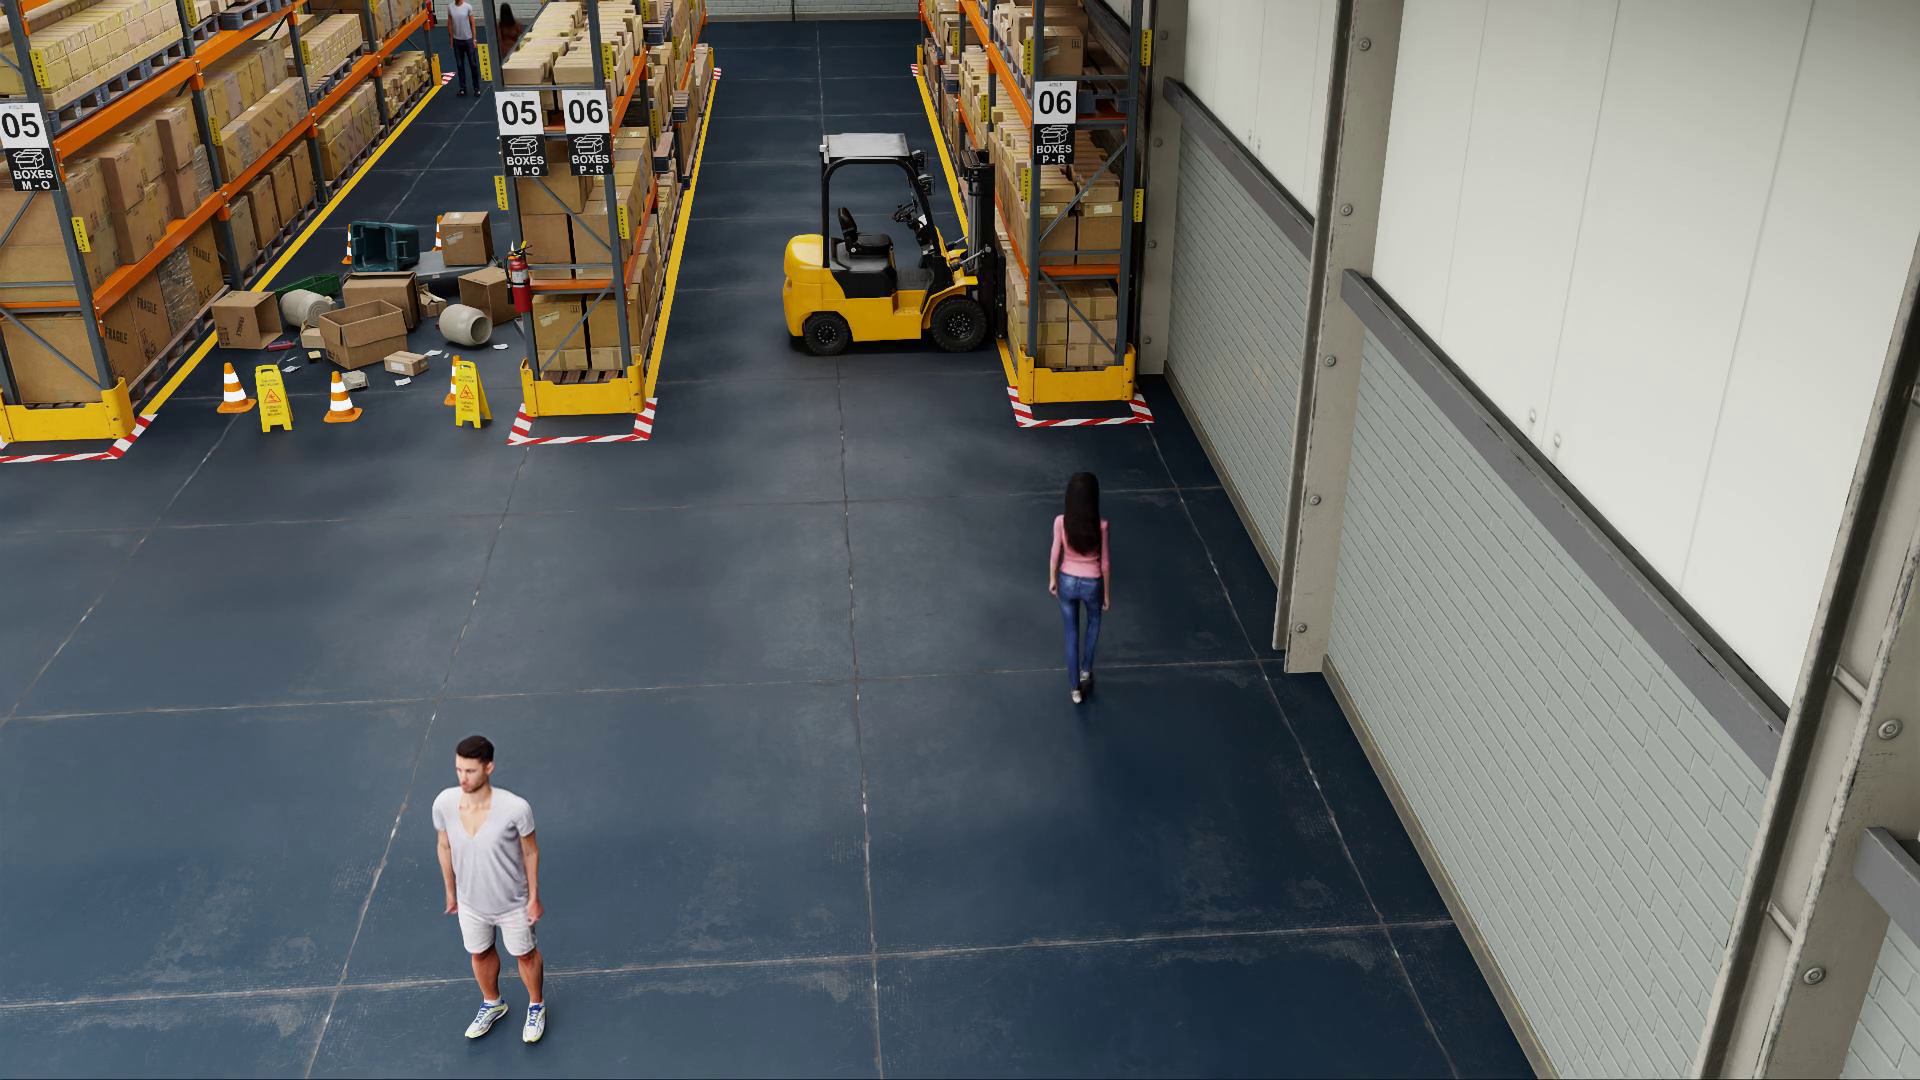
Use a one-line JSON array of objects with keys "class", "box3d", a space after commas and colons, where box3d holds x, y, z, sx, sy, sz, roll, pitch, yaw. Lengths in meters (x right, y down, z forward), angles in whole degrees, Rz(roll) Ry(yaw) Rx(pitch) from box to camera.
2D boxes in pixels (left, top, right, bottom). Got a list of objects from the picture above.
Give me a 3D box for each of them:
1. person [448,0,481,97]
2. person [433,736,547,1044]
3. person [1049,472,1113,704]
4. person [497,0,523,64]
[{"class": "person", "box3d": [-8.696, -8.748, 29.140, 0.648, 1.865, 0.558, 0, 27, 0]}, {"class": "person", "box3d": [-2.419, 1.809, 8.650, 0.726, 1.854, 0.646, 3, 27, 6]}, {"class": "person", "box3d": [0.833, 0.363, 11.589, 0.664, 1.735, 0.721, 3, 27, 6]}, {"class": "person", "box3d": [-7.667, -8.295, 28.466, 0.645, 1.677, 0.659, -10, 29, -19]}]
